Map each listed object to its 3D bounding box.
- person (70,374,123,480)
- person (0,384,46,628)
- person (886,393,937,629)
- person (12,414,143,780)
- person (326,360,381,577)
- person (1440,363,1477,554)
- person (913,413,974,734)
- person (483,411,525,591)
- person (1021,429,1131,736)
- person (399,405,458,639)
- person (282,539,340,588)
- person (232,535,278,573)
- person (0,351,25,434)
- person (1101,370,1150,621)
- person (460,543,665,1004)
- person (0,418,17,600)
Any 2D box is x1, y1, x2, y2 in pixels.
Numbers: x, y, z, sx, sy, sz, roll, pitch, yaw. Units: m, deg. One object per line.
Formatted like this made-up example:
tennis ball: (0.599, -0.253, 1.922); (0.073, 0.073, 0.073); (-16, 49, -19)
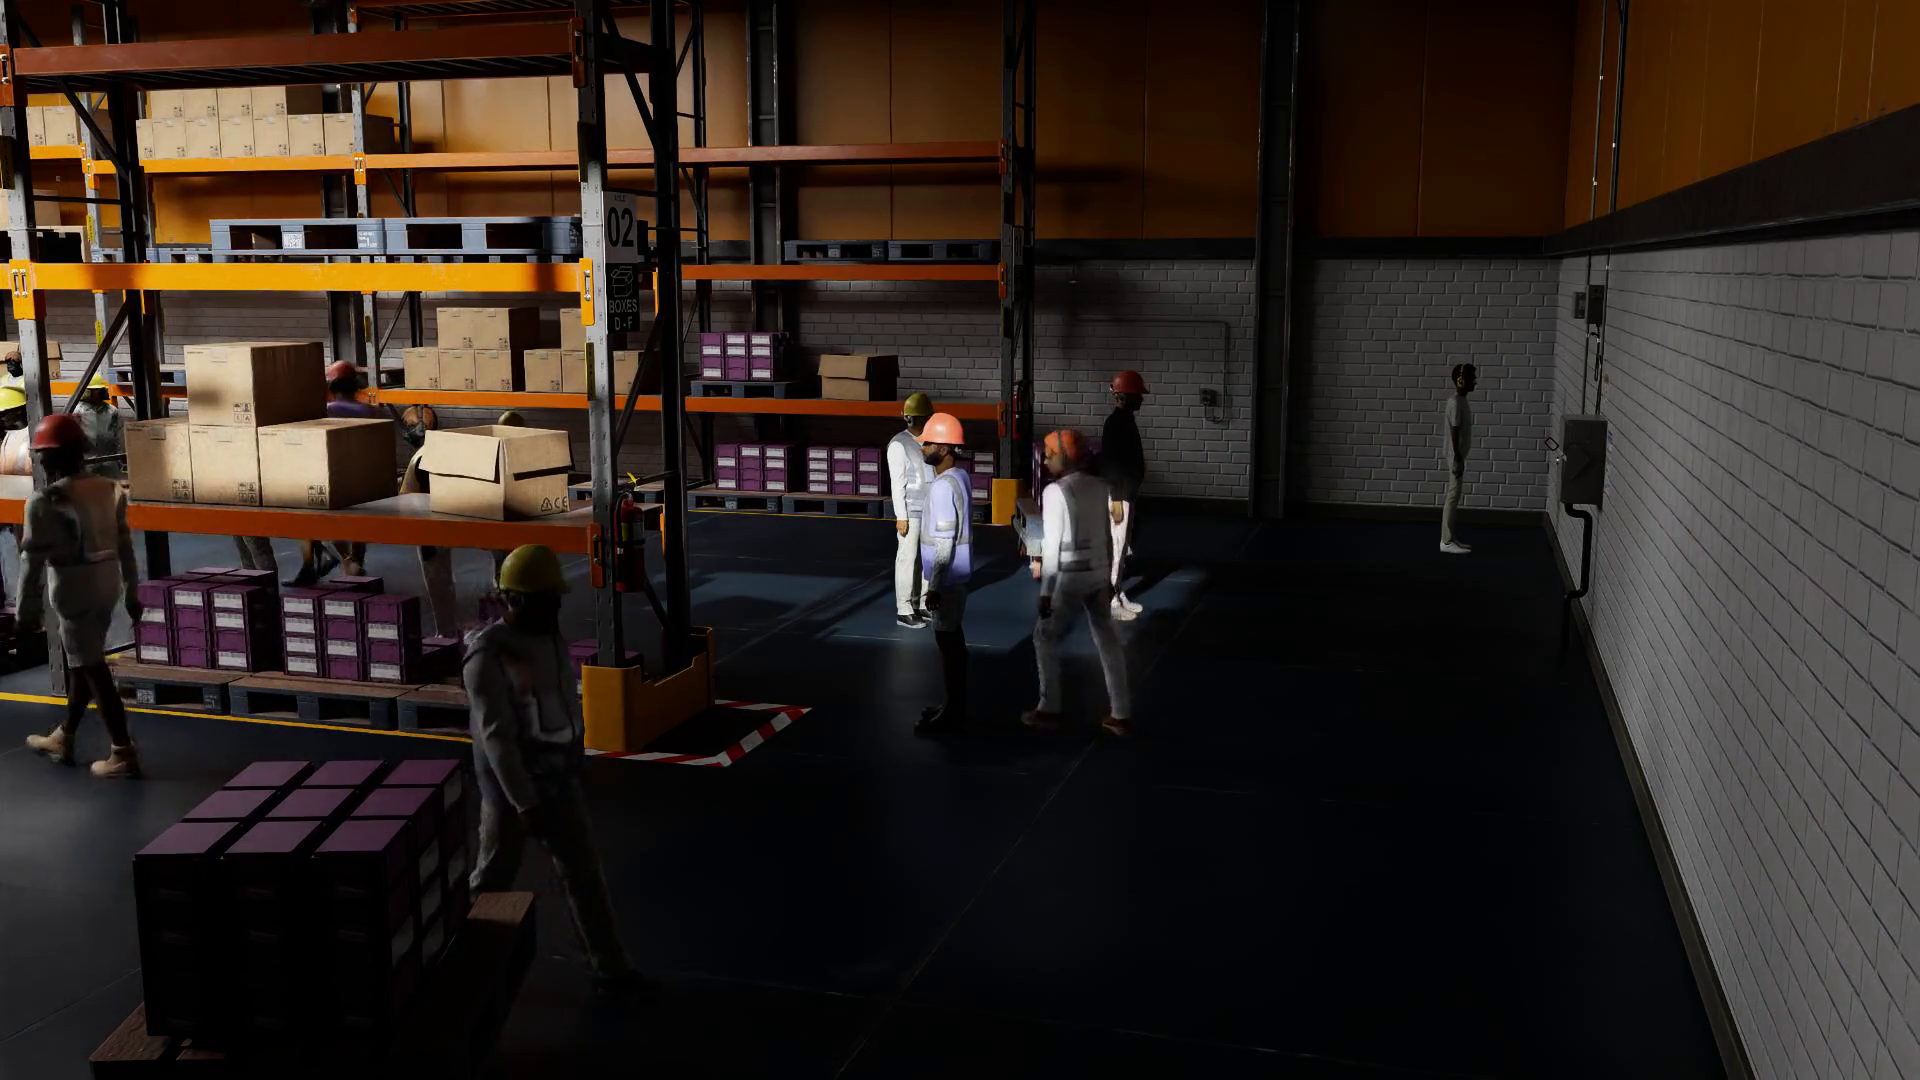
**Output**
person: (-8.729, -0.817, 16.861); (0.295, 1.744, 0.484); (7, 11, 35)
person: (-7.226, -0.249, 12.871); (0.585, 1.917, 0.381); (7, 12, 37)
person: (-0.323, -0.237, 13.054); (0.404, 1.833, 0.588); (5, 11, 29)
person: (-4.931, 0.321, 9.115); (0.953, 2.004, 0.641); (2, 10, 15)
person: (-5.193, -0.515, 14.160); (0.605, 2.023, 0.520); (-8, 13, -42)
person: (4.929, -0.806, 16.410); (0.314, 1.869, 0.535); (3, 10, 17)
person: (-0.100, 0.200, 10.058); (0.351, 1.942, 0.545); (2, 9, 10)
person: (-3.251, -0.060, 12.184); (0.535, 1.766, 0.320); (-2, 10, -12)
person: (0.685, 0.257, 10.005); (0.765, 1.842, 0.692); (9, 13, 43)
person: (-3.793, -0.047, 11.908); (0.430, 1.836, 0.620); (-3, 10, -16)
person: (-5.778, -0.524, 14.519); (0.412, 1.923, 0.569); (-1, 9, -9)
person: (-5.656, -0.310, 13.179); (0.630, 1.940, 0.372); (9, 13, 43)
person: (-11.071, -1.316, 19.649); (0.625, 1.837, 0.428); (4, 10, 21)
person: (1.318, -0.365, 13.342); (0.396, 1.992, 0.623); (3, 10, 17)
person: (-1.622, 0.899, 6.293); (0.902, 1.787, 0.598); (3, 10, 20)
person: (-8.025, -0.300, 13.906); (0.591, 1.679, 0.547); (1, 9, 7)
